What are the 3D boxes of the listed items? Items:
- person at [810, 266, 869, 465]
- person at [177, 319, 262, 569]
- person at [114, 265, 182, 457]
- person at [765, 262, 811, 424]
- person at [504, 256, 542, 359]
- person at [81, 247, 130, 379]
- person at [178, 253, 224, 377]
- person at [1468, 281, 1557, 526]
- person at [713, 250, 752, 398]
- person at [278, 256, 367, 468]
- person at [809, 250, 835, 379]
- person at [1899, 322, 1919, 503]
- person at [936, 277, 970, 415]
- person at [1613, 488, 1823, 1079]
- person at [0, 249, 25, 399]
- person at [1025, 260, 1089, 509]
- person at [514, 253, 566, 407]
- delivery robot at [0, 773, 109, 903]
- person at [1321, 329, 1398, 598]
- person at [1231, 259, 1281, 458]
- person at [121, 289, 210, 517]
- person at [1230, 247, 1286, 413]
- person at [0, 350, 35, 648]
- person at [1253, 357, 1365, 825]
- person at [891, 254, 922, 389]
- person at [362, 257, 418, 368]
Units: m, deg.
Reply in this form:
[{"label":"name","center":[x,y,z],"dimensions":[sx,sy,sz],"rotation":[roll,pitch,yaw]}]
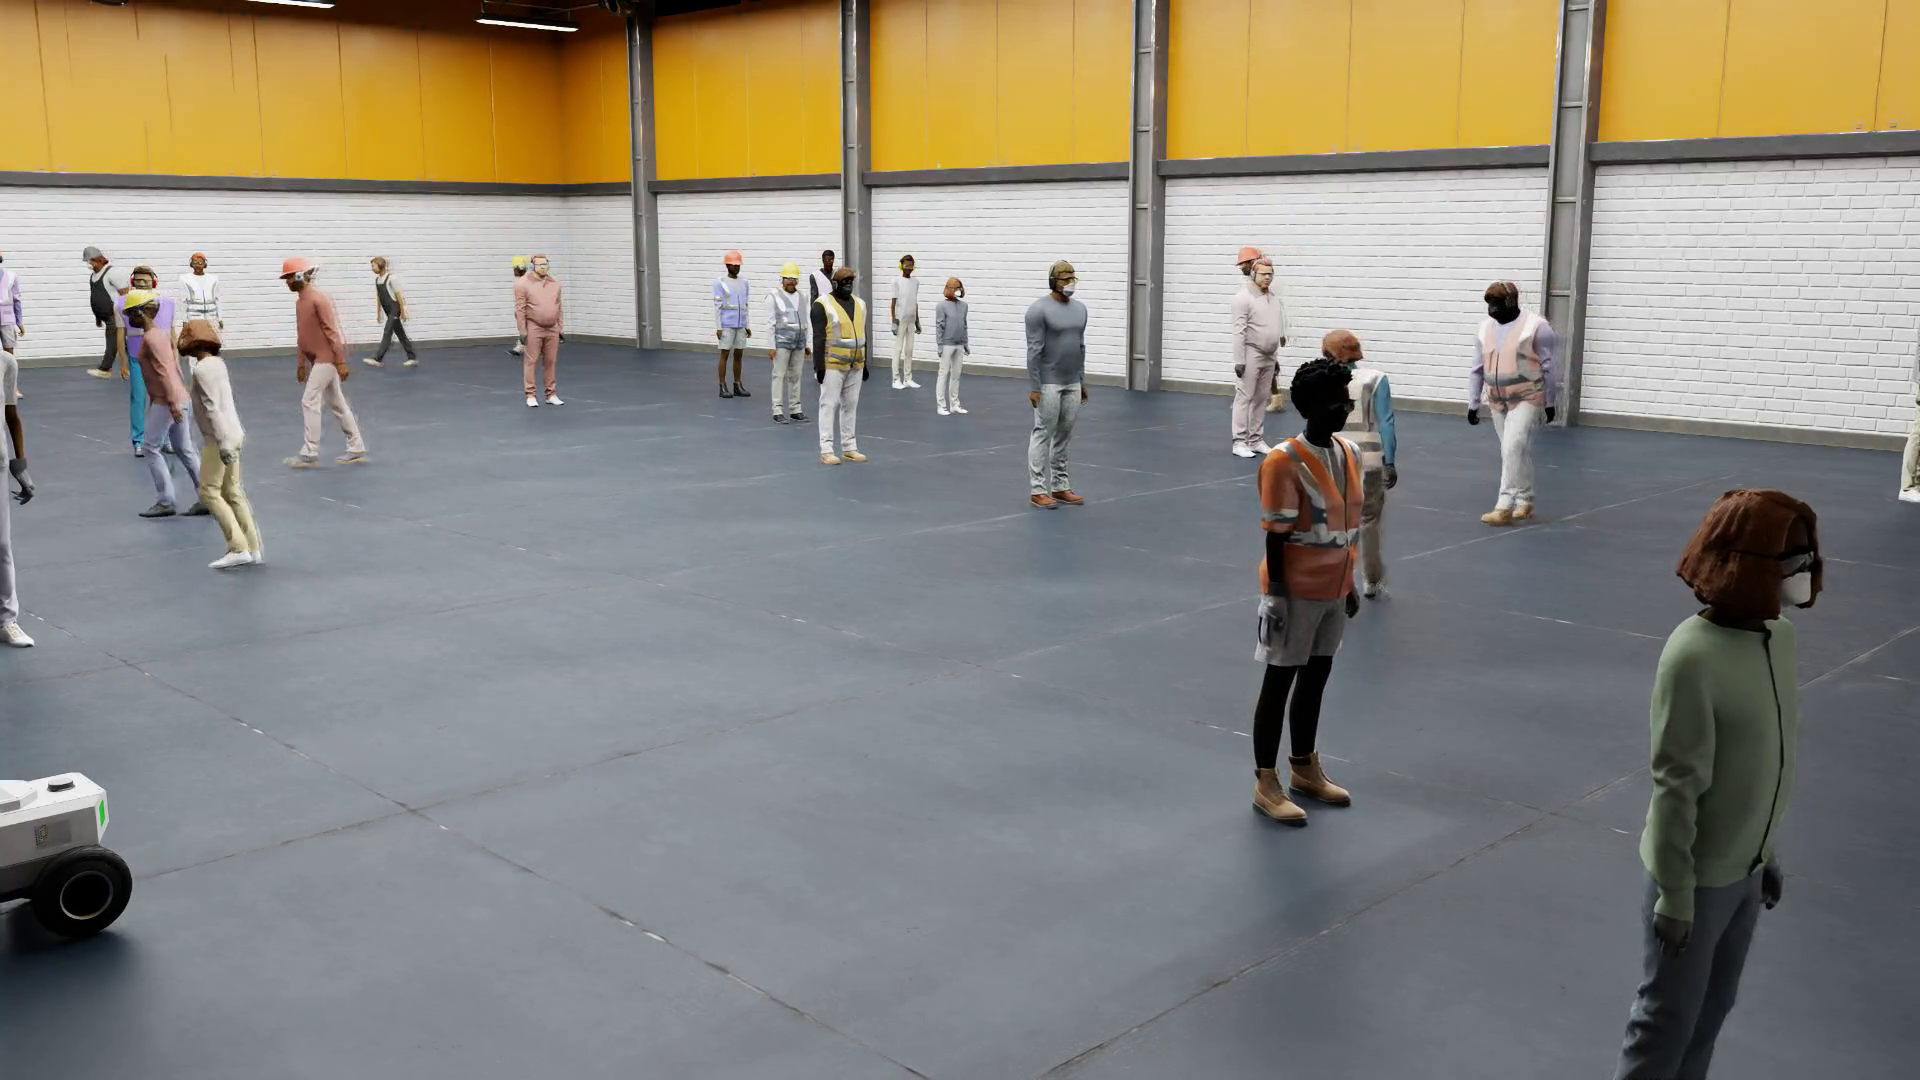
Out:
[{"label":"person","center":[-1.099,-1.634,15.601],"dimensions":[0.625,1.843,0.430],"rotation":[-9,14,-42]},{"label":"person","center":[-4.754,-0.615,10.687],"dimensions":[0.444,1.598,0.521],"rotation":[-1,10,-8]},{"label":"person","center":[-7.872,-1.736,16.154],"dimensions":[0.564,1.841,0.389],"rotation":[-9,14,-42]},{"label":"person","center":[-1.932,-2.236,18.916],"dimensions":[0.592,1.828,0.404],"rotation":[-9,14,-42]},{"label":"person","center":[-7.536,-4.032,28.885],"dimensions":[0.599,1.763,0.990],"rotation":[9,14,41]},{"label":"person","center":[-12.763,-3.448,24.948],"dimensions":[0.720,2.000,1.013],"rotation":[8,13,38]},{"label":"person","center":[-10.925,-3.190,23.975],"dimensions":[0.576,1.881,0.354],"rotation":[-9,14,-42]},{"label":"person","center":[4.056,-1.011,12.351],"dimensions":[0.841,1.791,0.628],"rotation":[-7,12,-33]},{"label":"person","center":[-2.973,-2.838,21.903],"dimensions":[0.548,1.937,0.379],"rotation":[-9,14,-42]},{"label":"person","center":[-5.969,-1.641,15.377],"dimensions":[0.898,1.932,0.618],"rotation":[-7,12,-33]},{"label":"person","center":[-1.989,-3.365,24.836],"dimensions":[0.590,1.916,0.391],"rotation":[-9,14,-42]},{"label":"person","center":[7.818,-1.233,13.335],"dimensions":[0.514,1.871,0.327],"rotation":[-9,14,-42]},{"label":"person","center":[-0.085,-2.309,19.847],"dimensions":[0.502,1.632,0.279],"rotation":[-9,14,-42]},{"label":"person","center":[1.573,0.696,3.457],"dimensions":[0.502,1.632,0.279],"rotation":[-9,14,-42]},{"label":"person","center":[-12.468,-2.829,21.564],"dimensions":[0.610,2.043,0.397],"rotation":[-9,14,-42]},{"label":"person","center":[0.772,-1.220,13.076],"dimensions":[0.629,1.939,0.371],"rotation":[-9,14,-42]},{"label":"person","center":[-5.226,-2.624,20.818],"dimensions":[0.643,1.908,0.399],"rotation":[-9,14,-42]},{"label":"delivery robot","center":[-2.988,0.902,5.023],"dimensions":[0.707,0.478,0.477],"rotation":[-10,14,-44]},{"label":"person","center":[2.276,-0.413,9.605],"dimensions":[0.574,1.587,0.741],"rotation":[5,12,26]},{"label":"person","center":[2.891,-1.754,16.088],"dimensions":[0.643,1.905,0.399],"rotation":[-9,14,-42]},{"label":"person","center":[-5.989,-1.018,12.545],"dimensions":[0.647,1.724,0.540],"rotation":[-3,11,-15]},{"label":"person","center":[3.544,-2.487,19.831],"dimensions":[0.935,1.983,0.628],"rotation":[-5,11,-24]},{"label":"person","center":[-5.027,-0.346,8.497],"dimensions":[0.514,1.871,0.327],"rotation":[-9,14,-42]},{"label":"person","center":[1.286,0.179,6.104],"dimensions":[0.537,1.695,0.321],"rotation":[-9,14,-42]},{"label":"person","center":[-0.744,-3.040,23.211],"dimensions":[0.514,1.864,0.327],"rotation":[-9,14,-42]},{"label":"person","center":[-9.245,-3.668,26.859],"dimensions":[0.510,1.775,1.019],"rotation":[10,14,43]}]
